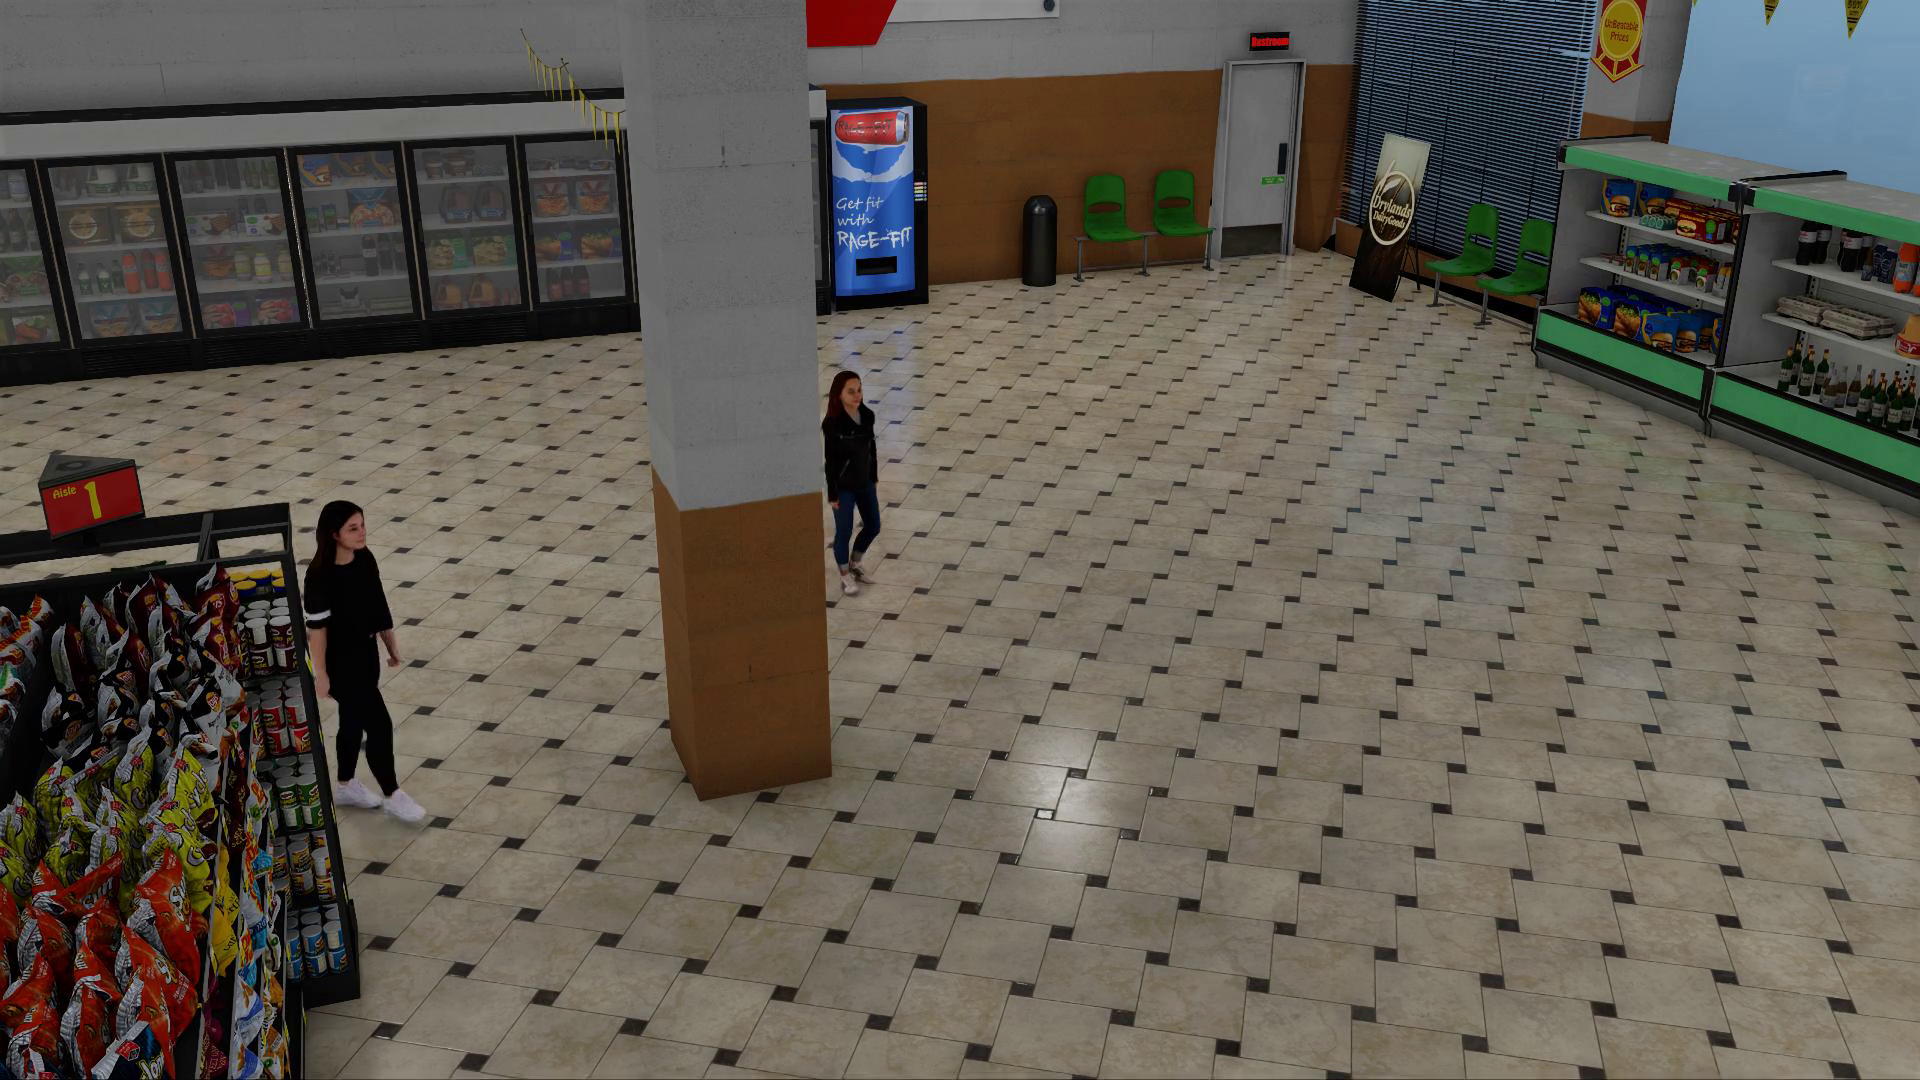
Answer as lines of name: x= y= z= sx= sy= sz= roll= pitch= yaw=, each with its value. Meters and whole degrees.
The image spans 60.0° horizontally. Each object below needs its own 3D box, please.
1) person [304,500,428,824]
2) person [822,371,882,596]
person: x=-2.986 y=0.575 z=7.985 sx=0.915 sy=1.621 sz=0.877 roll=6 pitch=23 yaw=15
person: x=-0.732 y=-0.381 z=10.564 sx=0.643 sy=1.473 sz=0.636 roll=-18 pitch=28 yaw=-38
